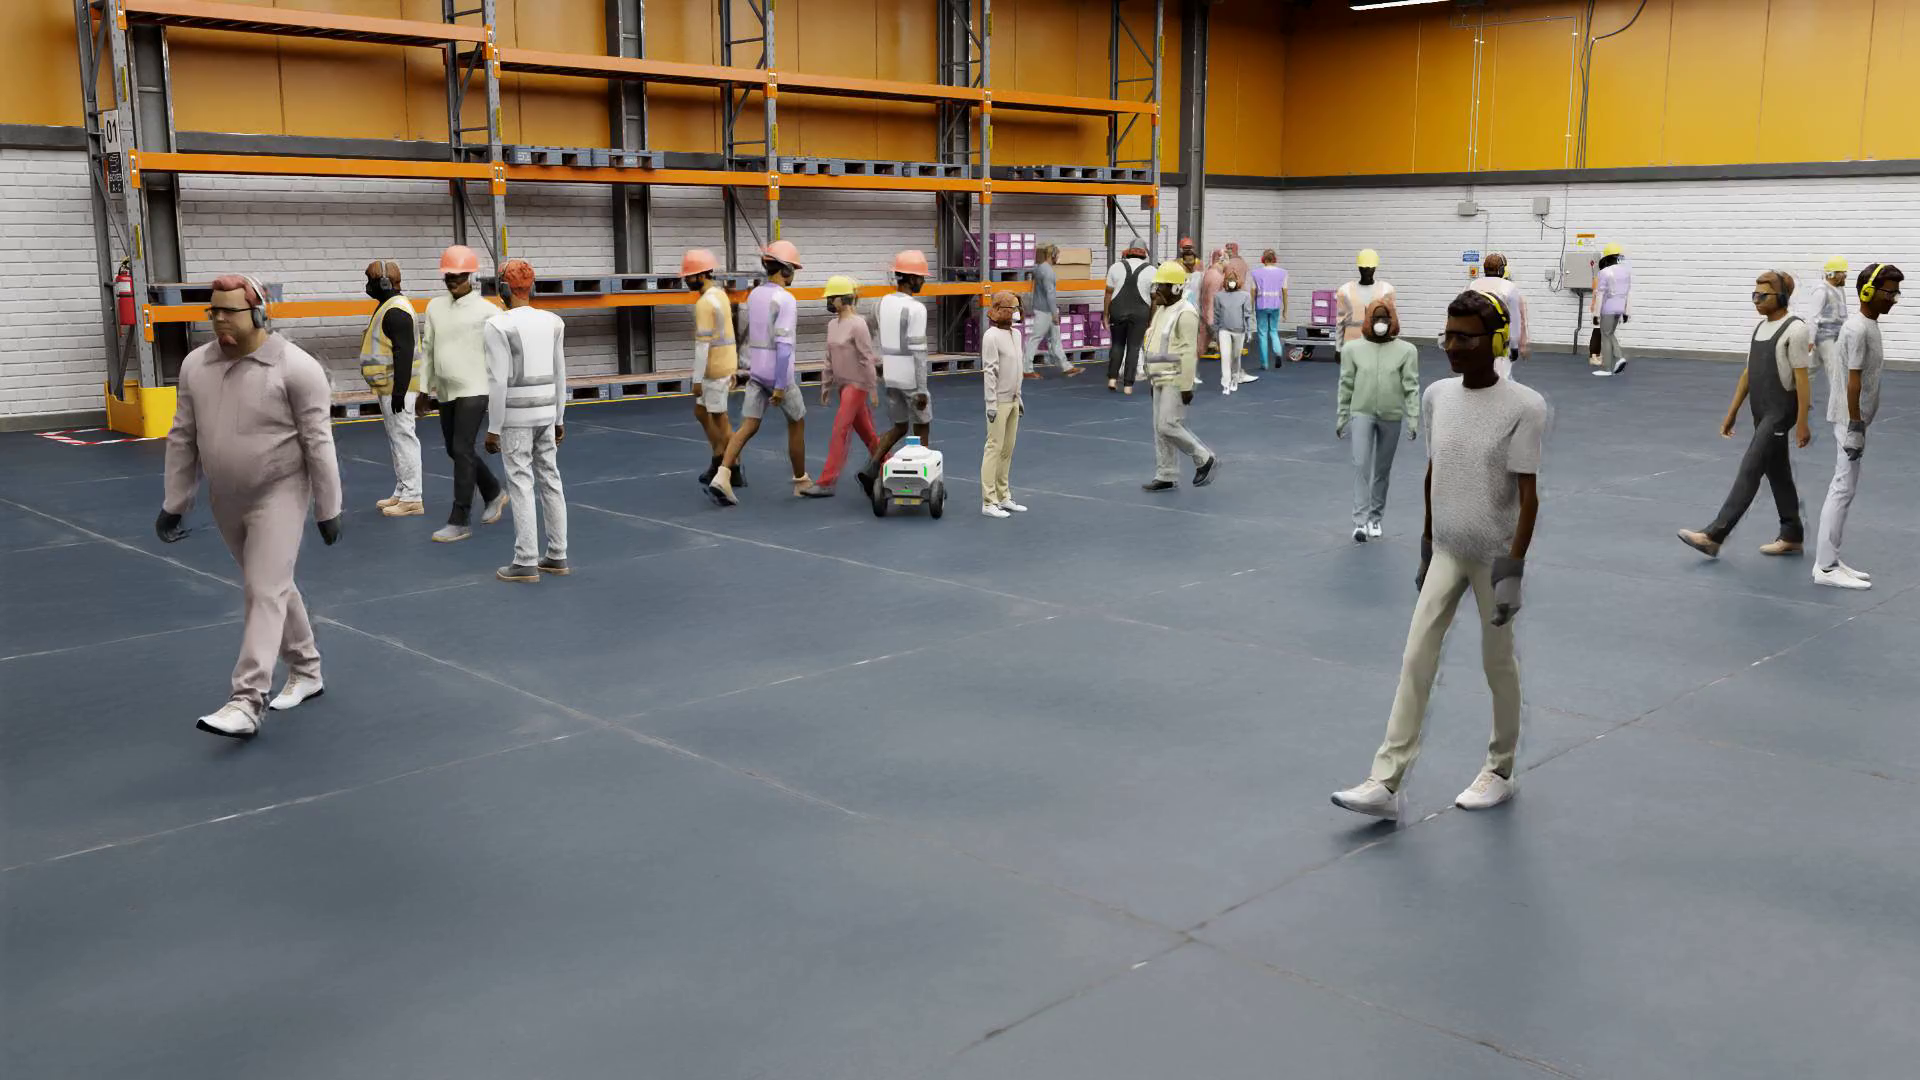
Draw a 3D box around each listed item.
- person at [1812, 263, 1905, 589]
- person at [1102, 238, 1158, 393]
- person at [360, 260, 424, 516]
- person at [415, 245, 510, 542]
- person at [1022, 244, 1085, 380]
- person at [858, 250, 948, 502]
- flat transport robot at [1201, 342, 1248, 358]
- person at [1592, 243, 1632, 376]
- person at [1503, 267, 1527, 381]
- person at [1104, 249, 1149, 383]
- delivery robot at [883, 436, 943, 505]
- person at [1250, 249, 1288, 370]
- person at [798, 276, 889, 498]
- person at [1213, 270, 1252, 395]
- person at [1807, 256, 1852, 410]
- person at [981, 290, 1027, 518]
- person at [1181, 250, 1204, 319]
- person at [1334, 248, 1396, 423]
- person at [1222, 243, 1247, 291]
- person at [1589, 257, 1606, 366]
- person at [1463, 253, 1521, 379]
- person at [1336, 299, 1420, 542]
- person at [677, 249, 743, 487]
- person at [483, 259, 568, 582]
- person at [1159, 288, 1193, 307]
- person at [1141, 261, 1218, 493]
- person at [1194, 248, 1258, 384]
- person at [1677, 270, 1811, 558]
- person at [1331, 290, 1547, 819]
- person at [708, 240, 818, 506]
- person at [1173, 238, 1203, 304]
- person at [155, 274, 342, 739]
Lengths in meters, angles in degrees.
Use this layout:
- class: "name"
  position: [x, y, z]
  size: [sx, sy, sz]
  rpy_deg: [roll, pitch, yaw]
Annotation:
- class: "person"
  position: [5.191, -0.656, 9.619]
  size: [0.325, 1.858, 0.521]
  rpy_deg: [6, 12, 28]
- class: "person"
  position: [2.216, -2.912, 21.425]
  size: [0.735, 2.000, 0.600]
  rpy_deg: [2, 11, 13]
- class: "person"
  position: [-4.116, -1.096, 12.067]
  size: [0.429, 1.842, 0.633]
  rpy_deg: [-5, 11, -24]
- class: "person"
  position: [-3.347, -1.014, 11.290]
  size: [0.623, 1.965, 0.925]
  rpy_deg: [5, 12, 27]
- class: "person"
  position: [1.315, -3.186, 23.322]
  size: [0.983, 1.885, 0.674]
  rpy_deg: [0, 10, 2]
- class: "person"
  position: [-0.431, -1.204, 12.469]
  size: [0.698, 1.913, 0.574]
  rpy_deg: [-9, 14, -40]
- class: "flat transport robot"
  position: [4.186, -3.156, 27.581]
  size: [0.652, 0.197, 1.431]
  rpy_deg: [7, 12, 33]
- class: "person"
  position: [9.344, -3.305, 23.909]
  size: [0.618, 1.912, 0.411]
  rpy_deg: [-5, 12, -26]
- class: "person"
  position: [5.642, -2.034, 17.508]
  size: [0.933, 1.717, 0.532]
  rpy_deg: [-6, 12, -28]
- class: "person"
  position: [2.296, -3.079, 22.910]
  size: [0.604, 1.822, 1.022]
  rpy_deg: [10, 14, 44]
- class: "delivery robot"
  position: [-0.339, -0.515, 12.149]
  size: [0.477, 0.478, 0.707]
  rpy_deg: [2, 10, 8]
- class: "person"
  position: [4.620, -3.449, 24.956]
  size: [0.562, 1.824, 0.472]
  rpy_deg: [-1, 10, -7]
- class: "person"
  position: [-0.865, -1.200, 12.988]
  size: [0.936, 1.709, 0.534]
  rpy_deg: [-6, 12, -31]
- class: "person"
  position: [3.506, -2.685, 21.412]
  size: [0.505, 1.590, 0.871]
  rpy_deg: [2, 11, 12]
- class: "person"
  position: [9.964, -2.341, 19.021]
  size: [0.921, 1.786, 0.604]
  rpy_deg: [10, 14, 44]
- class: "person"
  position: [0.323, -0.988, 12.040]
  size: [0.266, 1.632, 0.509]
  rpy_deg: [5, 12, 27]
- class: "person"
  position: [3.237, -3.211, 23.675]
  size: [0.543, 1.824, 0.980]
  rpy_deg: [2, 11, 12]
- class: "person"
  position: [4.150, -2.037, 17.070]
  size: [0.599, 1.899, 0.797]
  rpy_deg: [2, 11, 13]
- class: "person"
  position: [4.744, -4.260, 29.176]
  size: [0.489, 1.885, 0.681]
  rpy_deg: [9, 13, 39]
- class: "person"
  position: [10.016, -3.567, 25.933]
  size: [0.318, 1.698, 0.534]
  rpy_deg: [8, 13, 39]
- class: "person"
  position: [5.396, -1.981, 16.890]
  size: [0.625, 1.844, 0.429]
  rpy_deg: [10, 14, 43]
- class: "person"
  position: [2.751, -0.772, 10.935]
  size: [0.523, 1.592, 0.801]
  rpy_deg: [2, 11, 10]
- class: "person"
  position: [-1.999, -1.352, 13.295]
  size: [0.566, 1.901, 0.595]
  rpy_deg: [1, 10, 6]
- class: "person"
  position: [-2.545, -0.695, 9.762]
  size: [0.337, 1.882, 0.584]
  rpy_deg: [7, 12, 32]
- class: "person"
  position: [2.823, -2.736, 21.699]
  size: [0.505, 1.588, 0.890]
  rpy_deg: [6, 12, 28]
- class: "person"
  position: [1.698, -1.266, 13.030]
  size: [0.526, 1.821, 0.598]
  rpy_deg: [-3, 11, -14]
- class: "person"
  position: [3.519, -3.049, 22.725]
  size: [1.031, 1.847, 0.640]
  rpy_deg: [-1, 10, -5]
- class: "person"
  position: [4.952, -0.769, 10.395]
  size: [0.945, 1.798, 0.521]
  rpy_deg: [0, 10, 0]
- class: "person"
  position: [1.671, 0.082, 5.658]
  size: [0.914, 1.829, 0.558]
  rpy_deg: [-8, 13, -37]
- class: "person"
  position: [-1.468, -1.249, 12.504]
  size: [1.020, 2.002, 0.625]
  rpy_deg: [-9, 14, -41]
- class: "person"
  position: [3.871, -4.211, 28.670]
  size: [0.642, 1.974, 0.453]
  rpy_deg: [-7, 12, -32]
- class: "person"
  position: [-2.935, -0.140, 6.800]
  size: [0.657, 1.858, 0.966]
  rpy_deg: [3, 11, 18]
